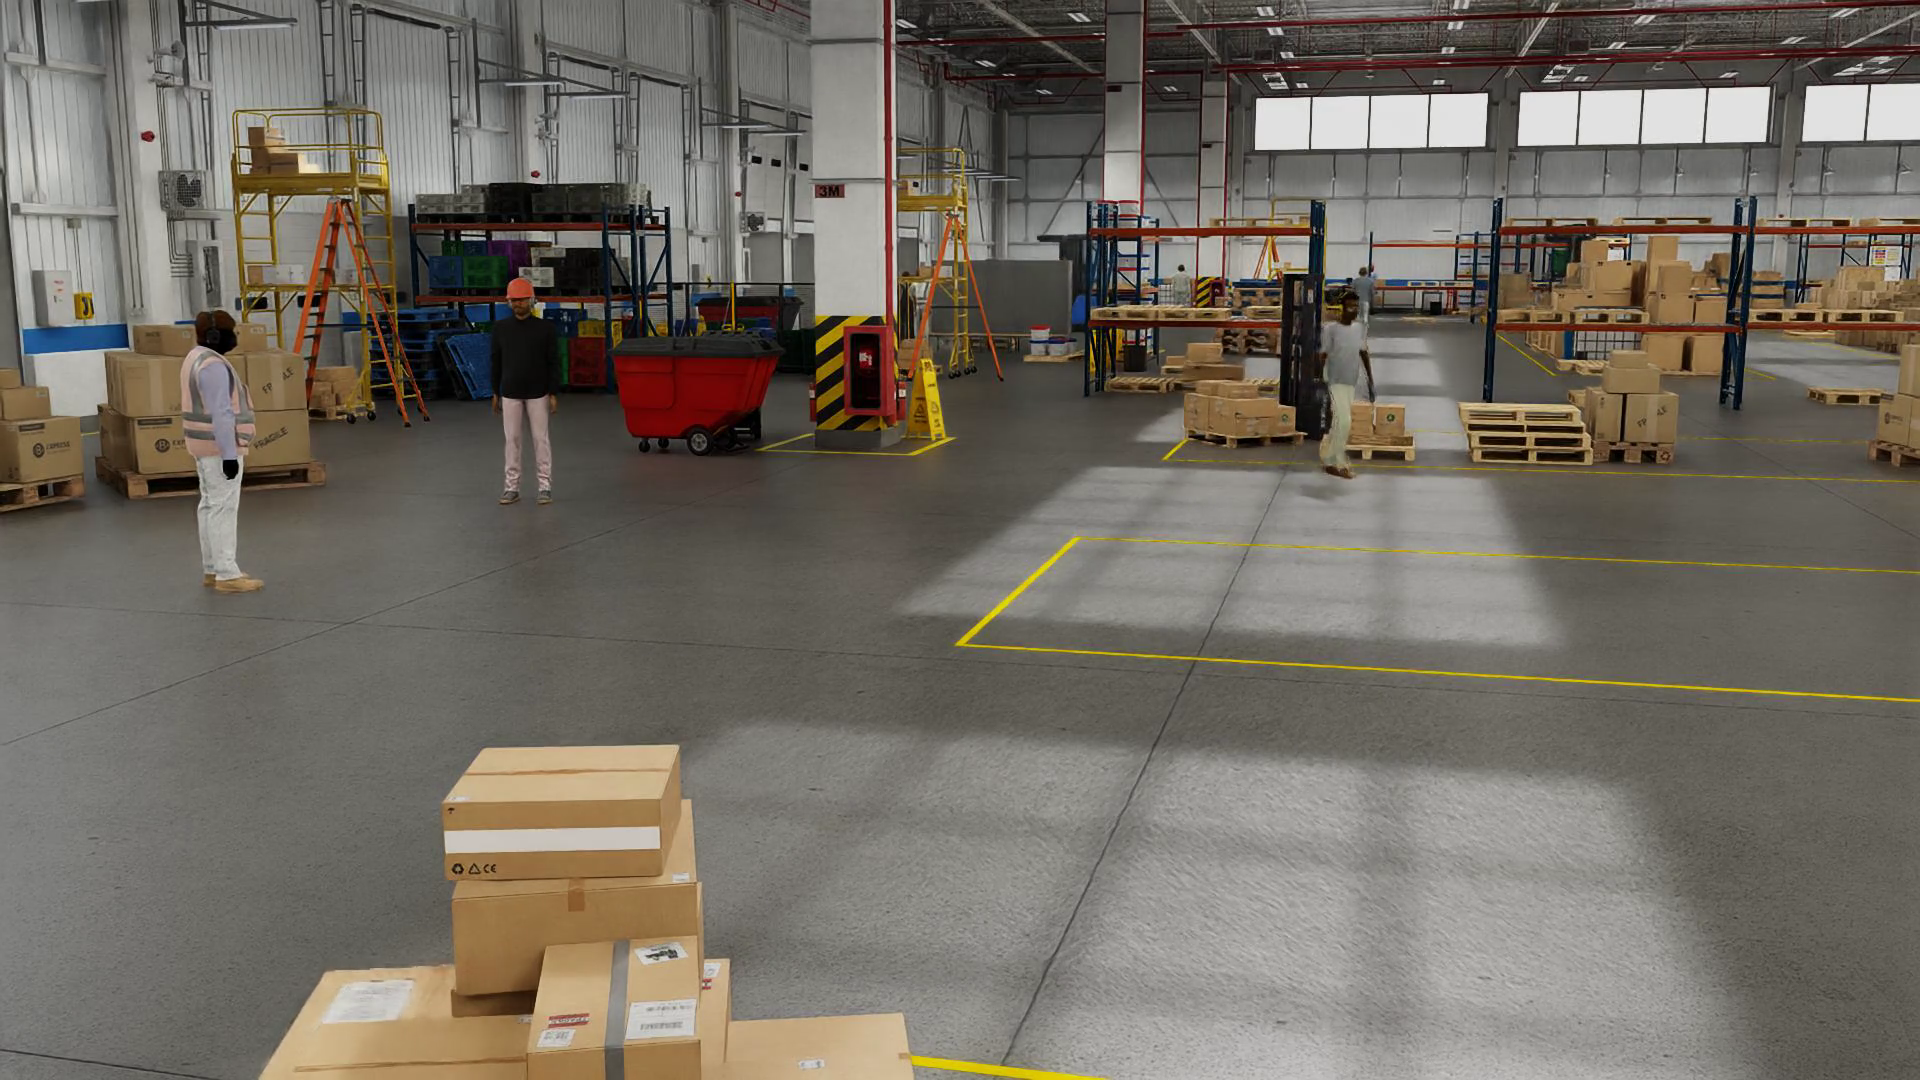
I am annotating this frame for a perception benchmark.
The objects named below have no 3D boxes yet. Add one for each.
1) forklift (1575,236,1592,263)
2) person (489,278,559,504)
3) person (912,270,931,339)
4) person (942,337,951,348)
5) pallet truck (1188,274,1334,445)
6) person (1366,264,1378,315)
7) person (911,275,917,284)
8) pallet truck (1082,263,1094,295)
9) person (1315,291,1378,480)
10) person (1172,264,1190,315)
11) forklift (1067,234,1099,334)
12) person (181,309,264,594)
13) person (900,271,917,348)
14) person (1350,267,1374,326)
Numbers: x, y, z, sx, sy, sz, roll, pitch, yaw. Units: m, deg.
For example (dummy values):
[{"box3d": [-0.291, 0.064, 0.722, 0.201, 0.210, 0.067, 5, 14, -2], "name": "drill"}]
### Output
[{"box3d": [19.314, -8.043, 51.759, 1.873, 2.768, 1.129, 4, 11, 25], "name": "forklift"}, {"box3d": [-3.845, -1.304, 14.684, 0.611, 1.995, 0.375, 0, 10, -1], "name": "person"}, {"box3d": [-0.957, -5.708, 40.941, 0.574, 1.885, 0.358, 4, 10, 21], "name": "person"}, {"box3d": [-0.282, -5.533, 40.381, 0.495, 1.721, 0.527, 6, 11, 31], "name": "person"}, {"box3d": [3.653, -2.138, 19.590, 1.885, 1.965, 0.823, -4, 10, -20], "name": "pallet truck"}, {"box3d": [15.688, -9.565, 63.502, 0.553, 1.934, 0.367, 7, 12, 35], "name": "person"}, {"box3d": [-1.466, -7.947, 54.926, 0.522, 1.616, 0.740, 1, 10, 8], "name": "person"}, {"box3d": [4.325, -8.180, 55.162, 0.823, 1.965, 1.885, 6, 11, 31], "name": "pallet truck"}, {"box3d": [3.843, -1.506, 16.323, 0.540, 1.841, 0.791, -5, 11, -27], "name": "person"}, {"box3d": [7.776, -8.737, 58.619, 0.628, 1.939, 0.375, 3, 10, 15], "name": "person"}, {"box3d": [3.295, -7.323, 47.520, 1.873, 2.768, 1.129, 2, 10, 14], "name": "forklift"}, {"box3d": [-4.820, -0.578, 10.861, 0.429, 1.841, 0.634, -7, 12, -35], "name": "person"}, {"box3d": [-1.298, -5.560, 40.184, 0.507, 1.847, 0.344, 0, 10, -1], "name": "person"}, {"box3d": [11.157, -6.631, 46.275, 0.655, 1.915, 0.765, 1, 10, 4], "name": "person"}]
